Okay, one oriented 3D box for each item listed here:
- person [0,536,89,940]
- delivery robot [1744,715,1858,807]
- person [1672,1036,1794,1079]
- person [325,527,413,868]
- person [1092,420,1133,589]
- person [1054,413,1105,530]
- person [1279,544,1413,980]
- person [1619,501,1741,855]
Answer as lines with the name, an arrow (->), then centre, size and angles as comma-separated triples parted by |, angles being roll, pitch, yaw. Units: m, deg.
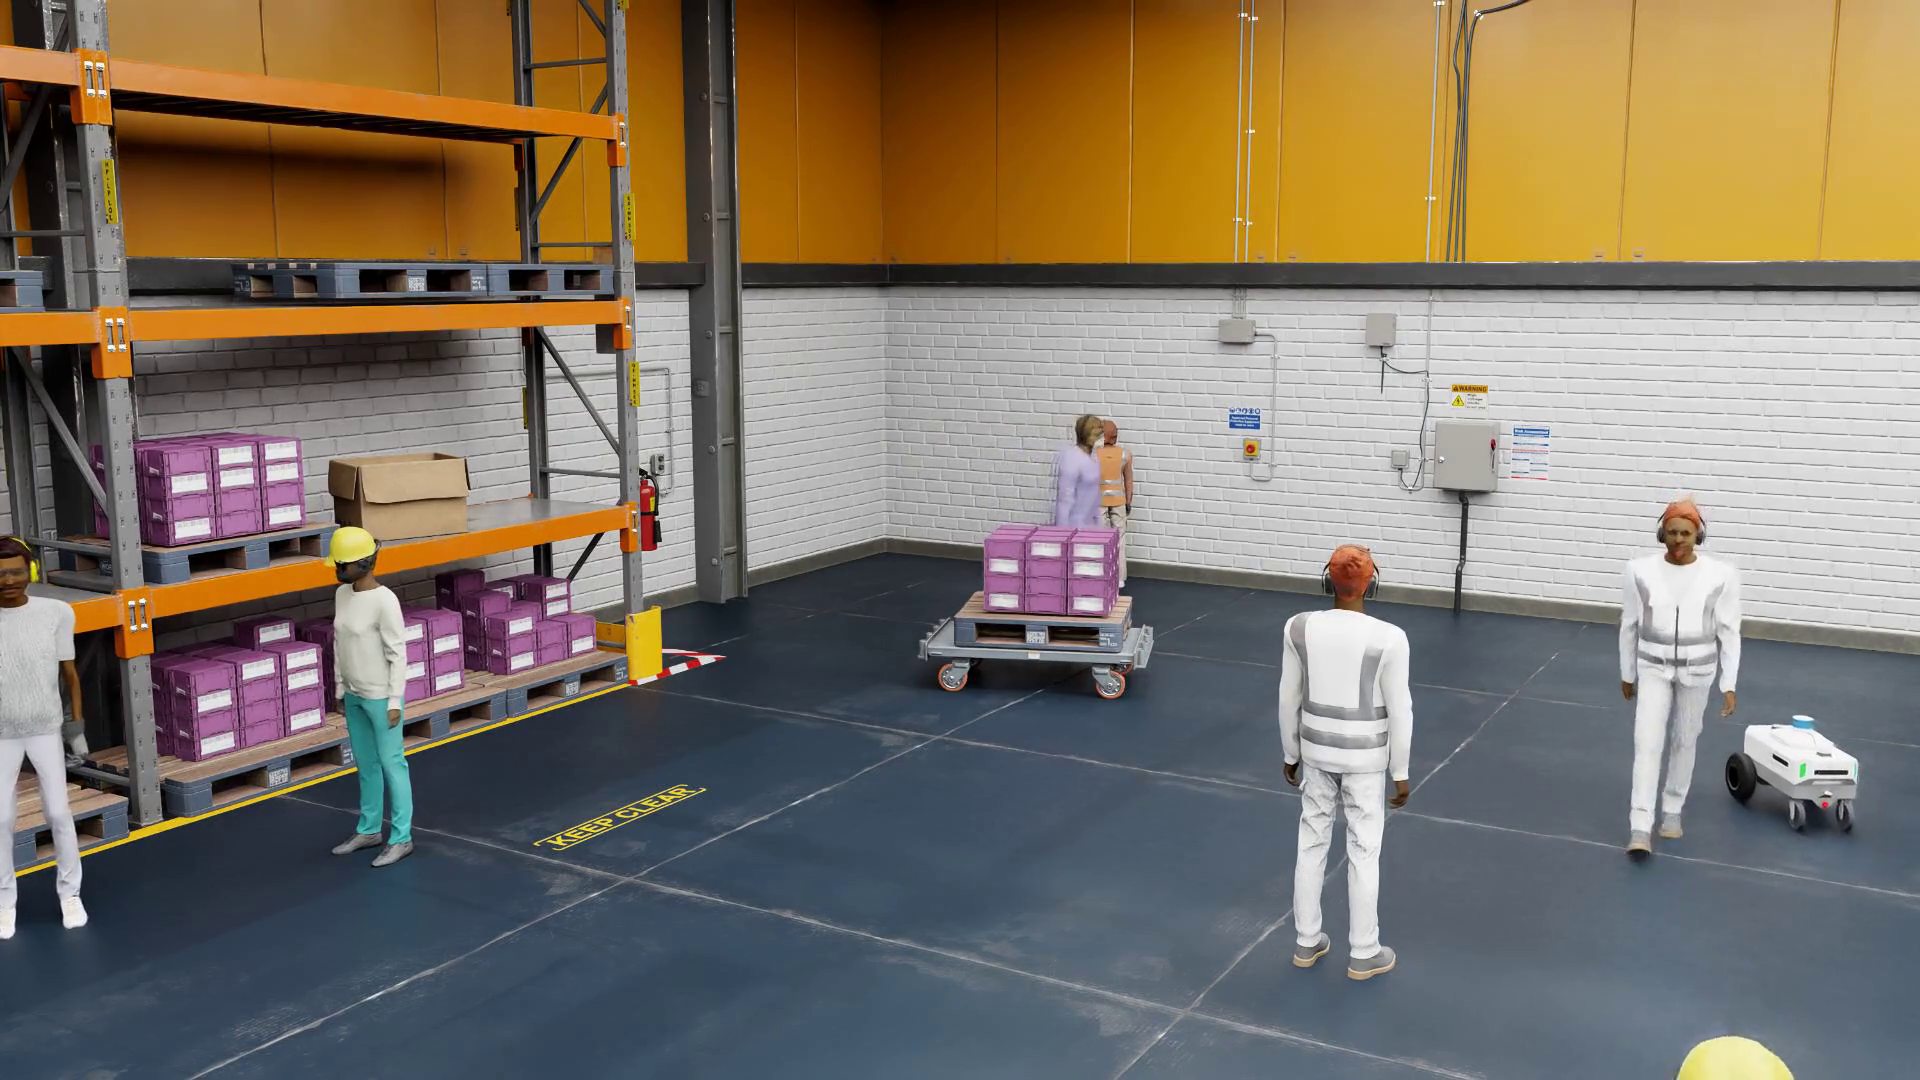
person -> -4.289, 0.894, 7.620 | 0.511, 1.860, 0.318 | -5, 10, -26
delivery robot -> 4.695, 1.226, 9.301 | 0.477, 0.478, 0.707 | 0, 9, 0
person -> 1.307, 1.687, 3.027 | 0.543, 1.735, 0.565 | 4, 10, 23
person -> -3.042, 0.797, 8.530 | 0.525, 1.759, 0.337 | 7, 11, 37
person -> 1.409, -0.329, 15.925 | 0.511, 1.641, 0.308 | -2, 9, -10
person -> 0.962, -0.072, 13.448 | 0.426, 1.917, 0.670 | 3, 10, 19
person -> 1.664, 0.949, 7.181 | 0.584, 1.883, 0.346 | 6, 11, 35
person -> 3.728, 0.729, 8.662 | 0.591, 1.837, 0.946 | 4, 10, 24
